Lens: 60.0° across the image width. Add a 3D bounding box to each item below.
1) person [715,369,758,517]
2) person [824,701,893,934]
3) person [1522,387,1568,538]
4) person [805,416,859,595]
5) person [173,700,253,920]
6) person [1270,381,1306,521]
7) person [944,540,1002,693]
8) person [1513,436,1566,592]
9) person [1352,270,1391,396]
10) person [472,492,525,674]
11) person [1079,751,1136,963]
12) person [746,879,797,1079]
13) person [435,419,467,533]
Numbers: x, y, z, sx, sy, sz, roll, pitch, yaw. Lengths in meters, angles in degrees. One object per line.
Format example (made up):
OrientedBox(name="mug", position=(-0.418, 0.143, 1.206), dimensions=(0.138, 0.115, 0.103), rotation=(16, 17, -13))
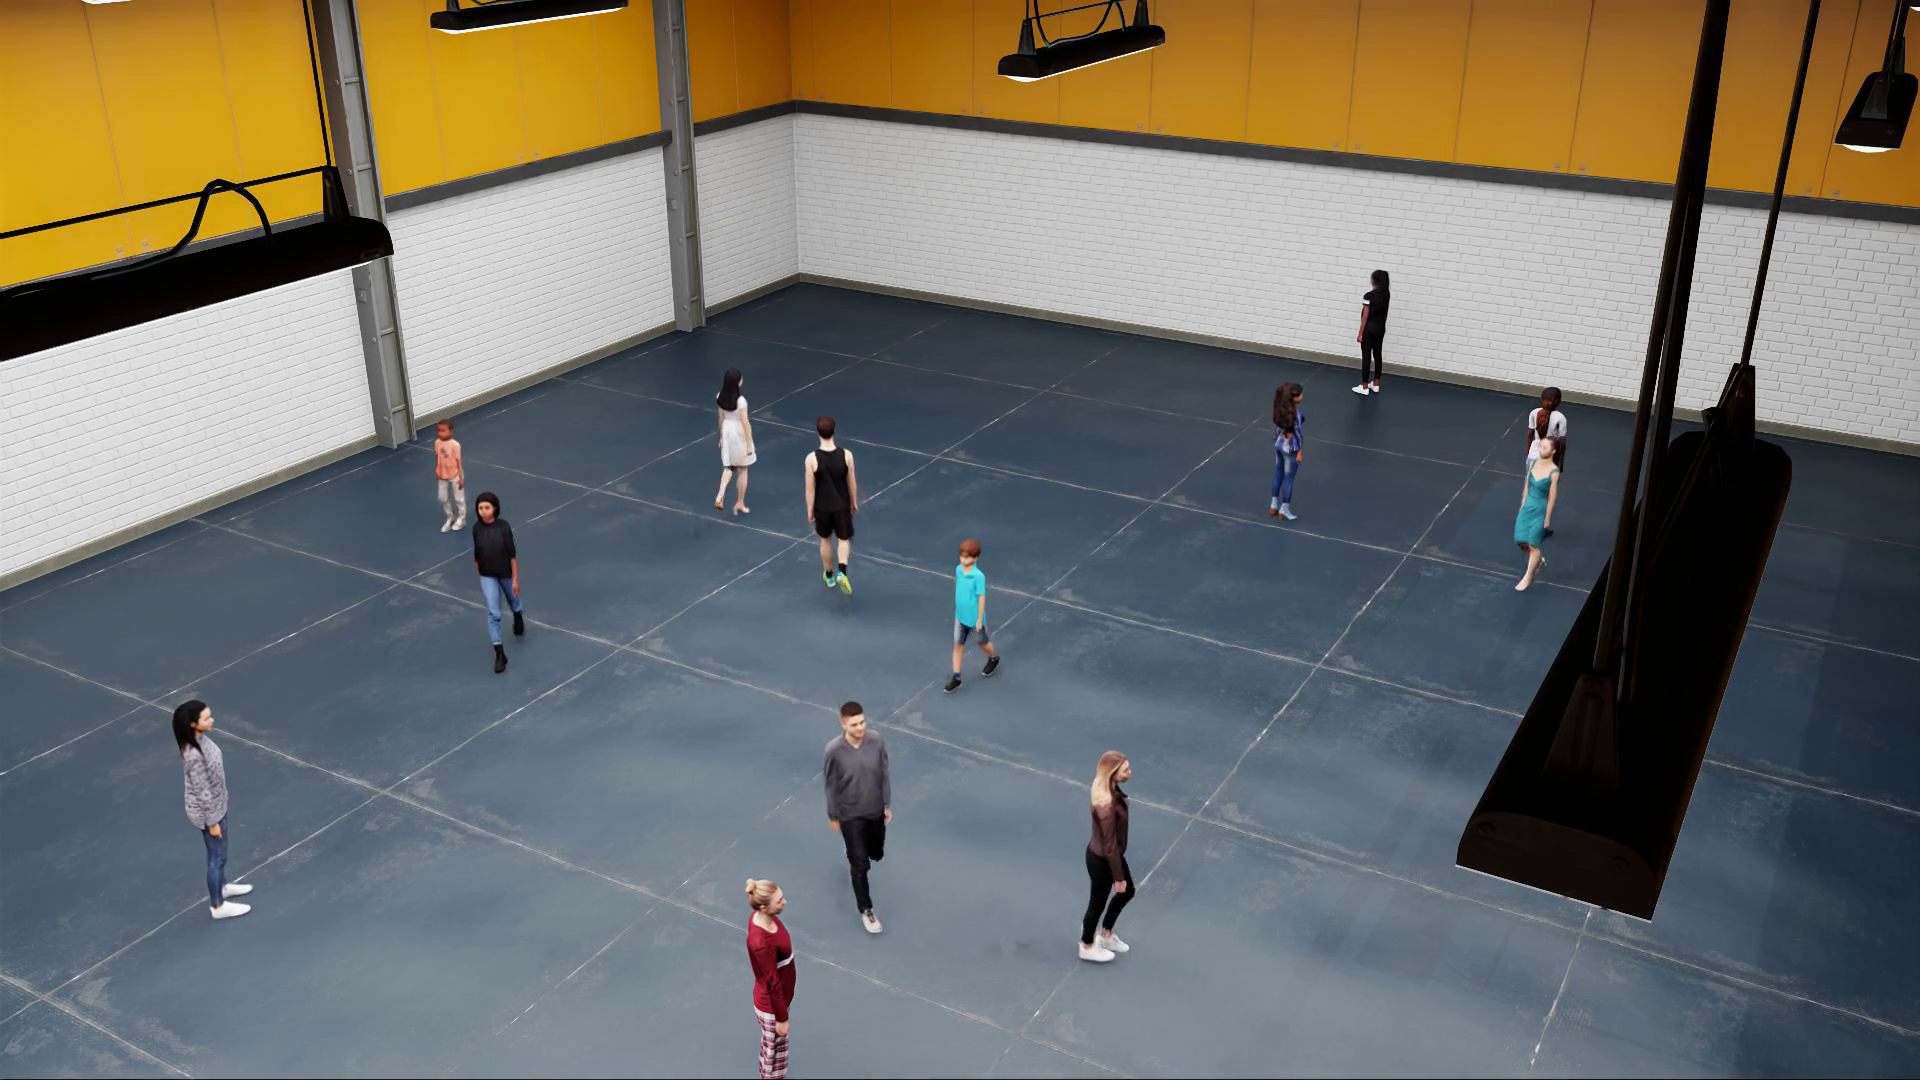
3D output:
OrientedBox(name="person", position=(-2.580, -1.051, 18.690), dimensions=(0.649, 1.759, 0.861), rotation=(15, 28, 31))
OrientedBox(name="person", position=(-0.736, 1.908, 11.940), dimensions=(1.042, 1.744, 1.021), rotation=(-10, 26, -22))
OrientedBox(name="person", position=(6.430, -0.873, 18.332), dimensions=(0.624, 1.719, 0.588), rotation=(19, 30, 37))
OrientedBox(name="person", position=(-1.280, -0.318, 16.870), dimensions=(1.028, 1.873, 1.133), rotation=(-3, 24, -7))
OrientedBox(name="person", position=(-5.408, 1.914, 11.942), dimensions=(0.728, 1.730, 0.699), rotation=(-10, 25, -21))
OrientedBox(name="person", position=(3.703, -1.019, 18.792), dimensions=(0.743, 1.618, 0.703), rotation=(-9, 25, -19))
OrientedBox(name="person", position=(0.148, 0.658, 15.201), dimensions=(0.622, 1.423, 0.991), rotation=(18, 29, 35))
OrientedBox(name="person", position=(5.958, -0.277, 17.021), dimensions=(0.783, 1.678, 0.718), rotation=(-11, 26, -24))
OrientedBox(name="person", position=(5.685, -2.875, 22.886), dimensions=(0.672, 1.742, 0.769), rotation=(-12, 27, -26))
OrientedBox(name="person", position=(-4.314, 0.332, 15.629), dimensions=(0.999, 1.677, 1.108), rotation=(-4, 24, -9))
OrientedBox(name="person", position=(0.913, 2.180, 11.387), dimensions=(0.759, 1.689, 0.642), rotation=(4, 24, 9))
OrientedBox(name="person", position=(-1.131, 2.760, 10.049), dimensions=(0.737, 1.698, 0.649), rotation=(-3, 24, -8))
OrientedBox(name="person", position=(-5.655, -0.750, 18.579), dimensions=(0.565, 1.297, 0.587), rotation=(8, 25, 17))
